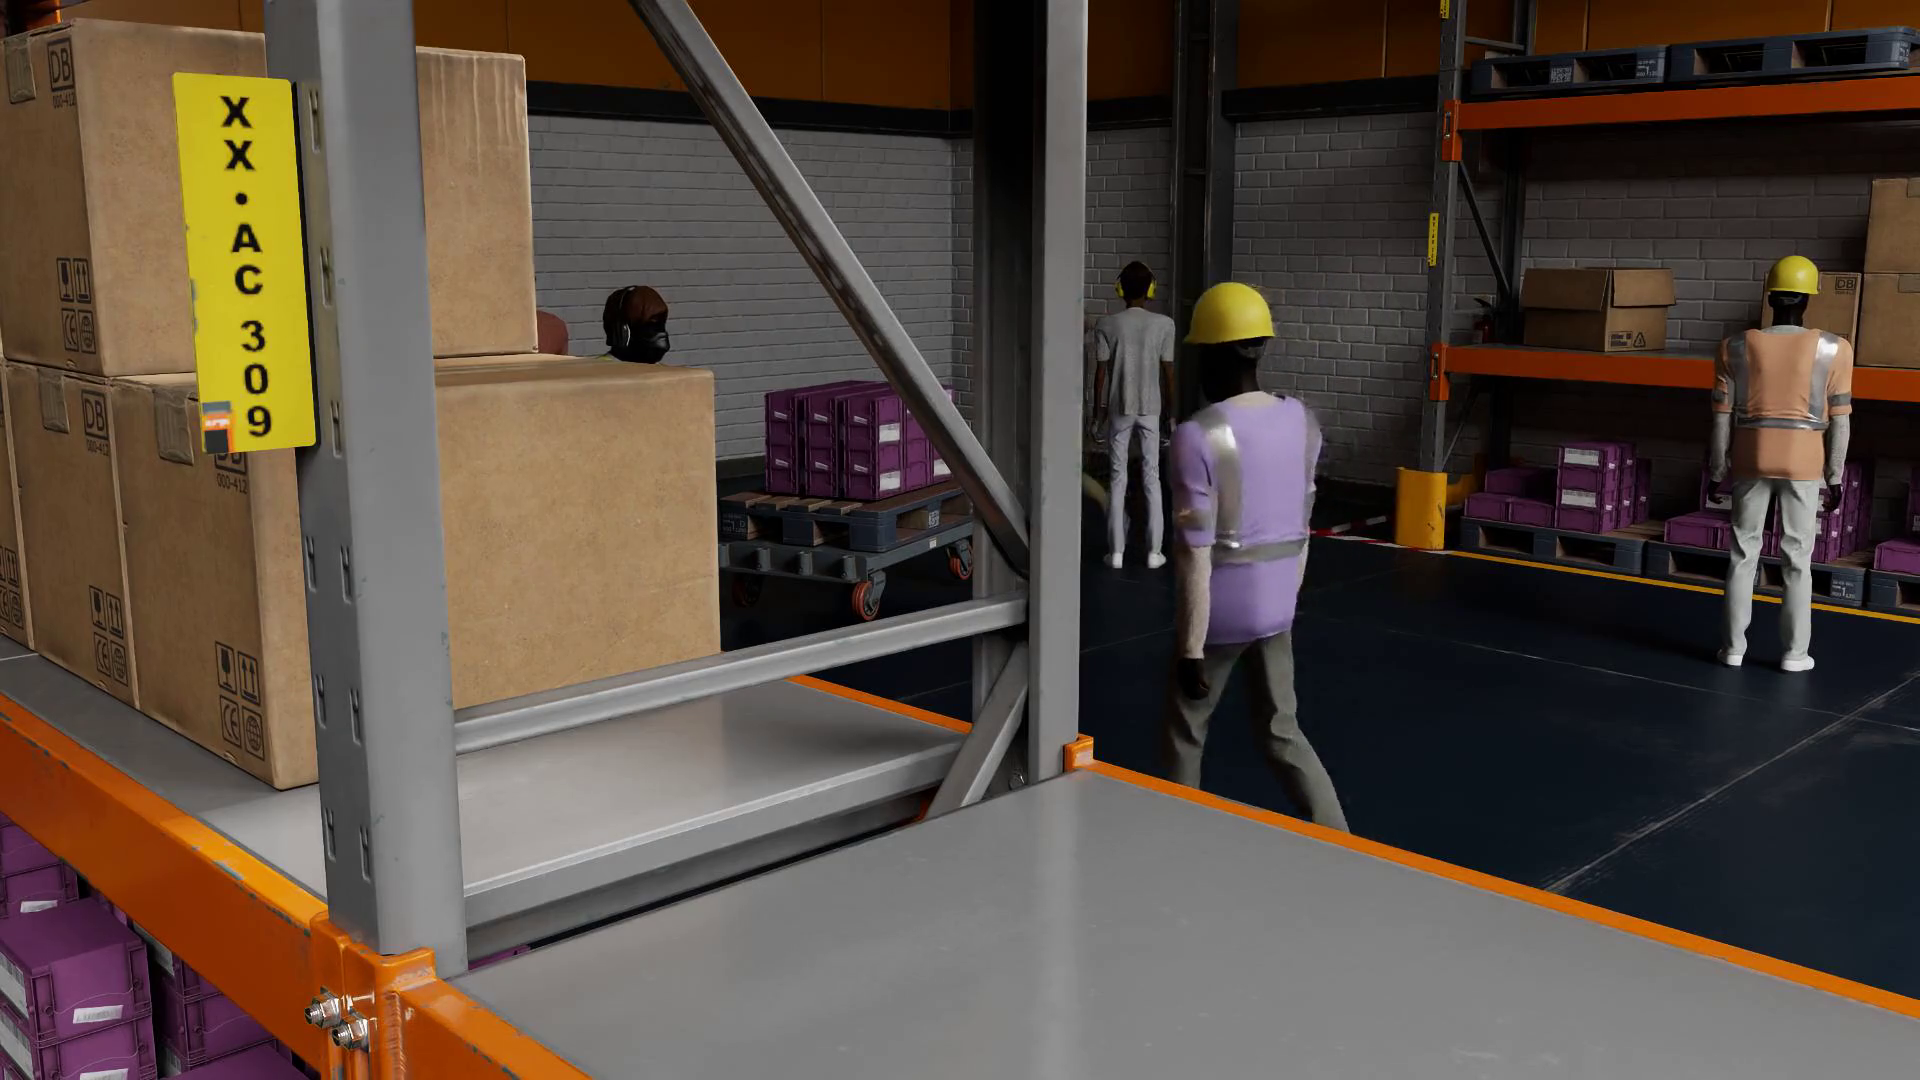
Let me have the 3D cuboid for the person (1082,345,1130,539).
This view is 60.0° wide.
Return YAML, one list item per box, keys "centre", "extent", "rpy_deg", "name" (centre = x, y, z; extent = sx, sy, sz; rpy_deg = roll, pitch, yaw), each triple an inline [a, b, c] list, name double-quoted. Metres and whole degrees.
- centre: [0.726, -0.690, 10.446]
  extent: [0.608, 1.610, 0.541]
  rpy_deg: [6, 12, 29]
  name: "person"

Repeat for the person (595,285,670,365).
- centre: [-1.156, -0.003, 6.106]
  extent: [0.429, 1.844, 0.627]
  rpy_deg: [4, 11, 20]
  name: "person"

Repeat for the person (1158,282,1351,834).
- centre: [0.844, 0.202, 4.842]
  extent: [0.595, 1.896, 0.920]
  rpy_deg: [-7, 13, -35]
  name: "person"

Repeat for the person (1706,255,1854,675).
- centre: [3.774, -0.339, 7.698]
  extent: [0.585, 1.928, 0.370]
  rpy_deg: [6, 12, 29]
  name: "person"

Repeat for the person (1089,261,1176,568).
- centre: [1.057, -0.752, 10.123]
  extent: [0.534, 1.864, 0.309]
  rpy_deg: [1, 10, 3]
  name: "person"

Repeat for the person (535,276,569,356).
- centre: [-2.215, -0.487, 8.327]
  extent: [0.375, 1.995, 0.611]
  rpy_deg: [8, 13, 37]
  name: "person"
